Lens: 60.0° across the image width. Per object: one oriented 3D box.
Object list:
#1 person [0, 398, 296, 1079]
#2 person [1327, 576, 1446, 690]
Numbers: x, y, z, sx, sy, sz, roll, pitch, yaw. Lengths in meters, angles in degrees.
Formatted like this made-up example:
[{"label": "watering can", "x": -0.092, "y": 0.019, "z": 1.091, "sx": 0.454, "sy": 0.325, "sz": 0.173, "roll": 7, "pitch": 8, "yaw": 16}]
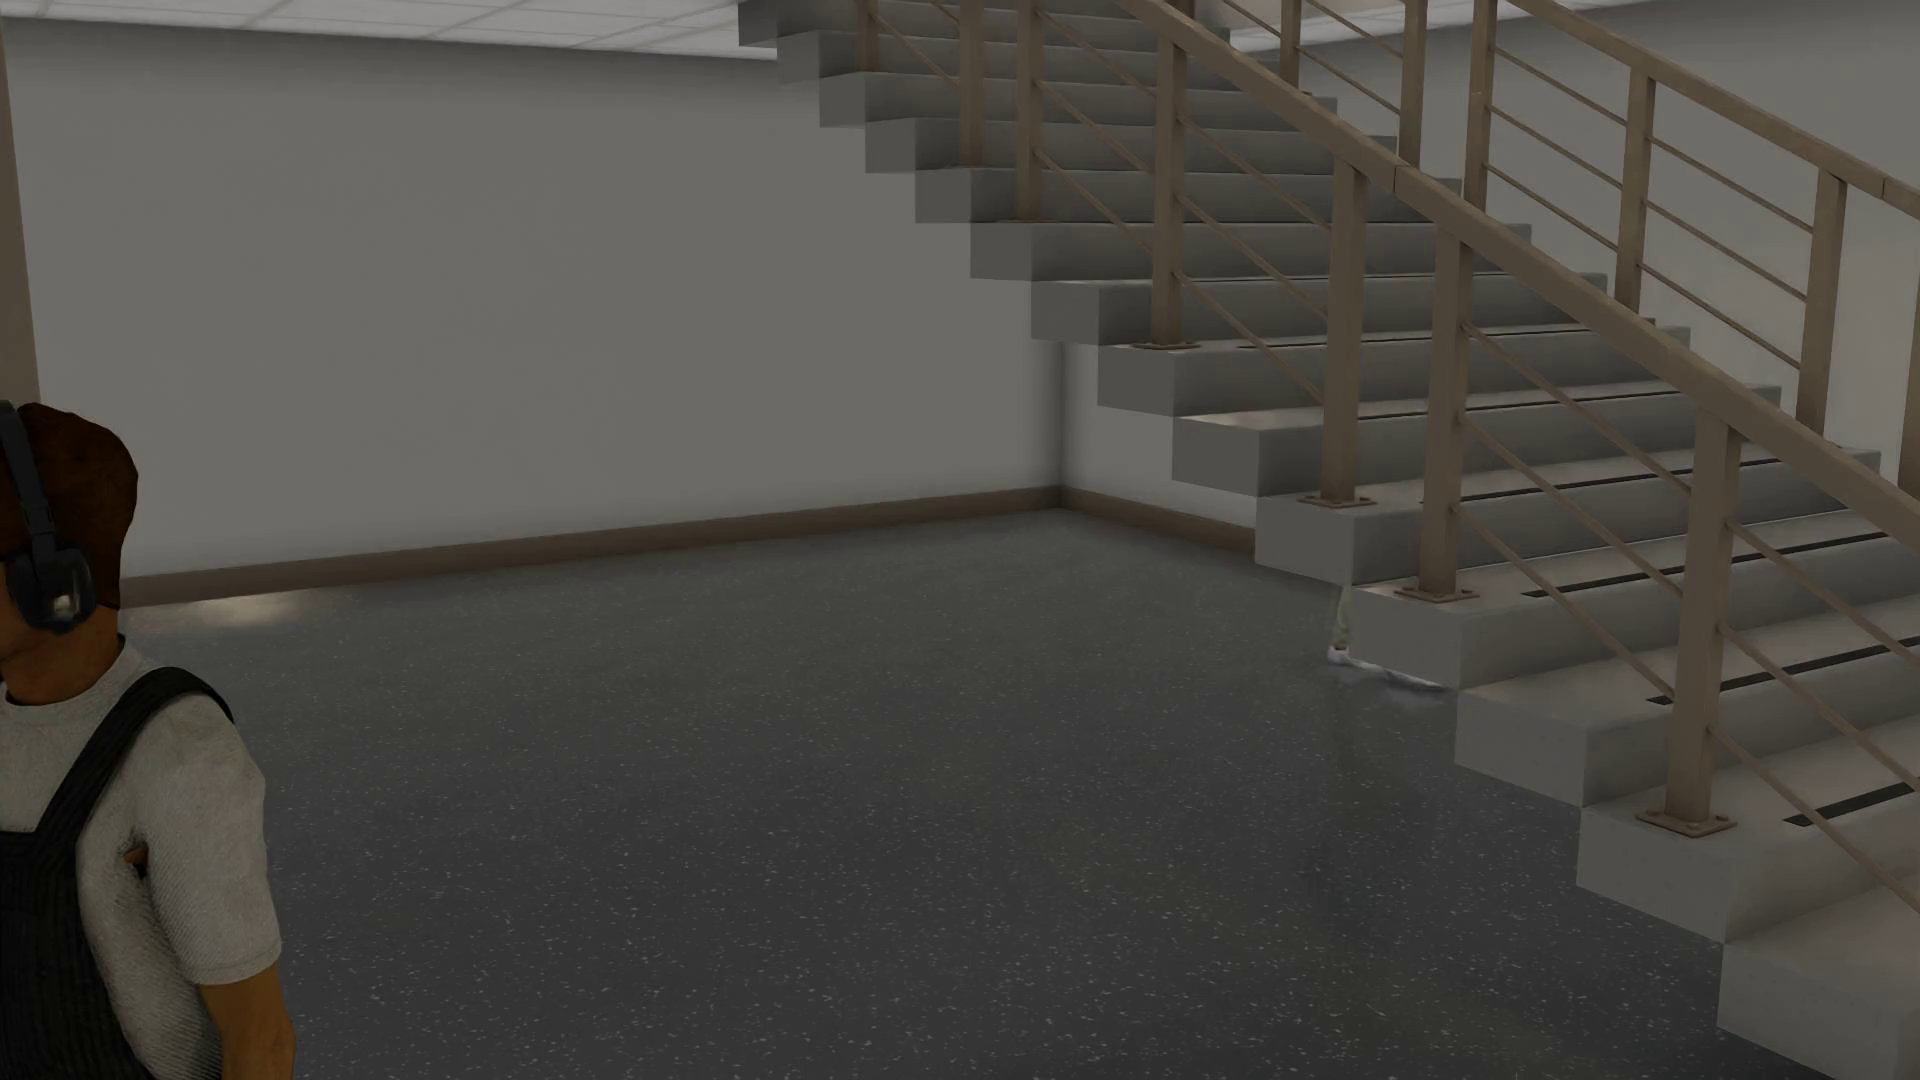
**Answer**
[{"label": "person", "x": -0.954, "y": 0.755, "z": 1.889, "sx": 0.514, "sy": 1.842, "sz": 0.327, "roll": 7, "pitch": 13, "yaw": 34}, {"label": "person", "x": 1.985, "y": -0.278, "z": 7.340, "sx": 0.804, "sy": 1.842, "sz": 0.516, "roll": 8, "pitch": 14, "yaw": 37}]
